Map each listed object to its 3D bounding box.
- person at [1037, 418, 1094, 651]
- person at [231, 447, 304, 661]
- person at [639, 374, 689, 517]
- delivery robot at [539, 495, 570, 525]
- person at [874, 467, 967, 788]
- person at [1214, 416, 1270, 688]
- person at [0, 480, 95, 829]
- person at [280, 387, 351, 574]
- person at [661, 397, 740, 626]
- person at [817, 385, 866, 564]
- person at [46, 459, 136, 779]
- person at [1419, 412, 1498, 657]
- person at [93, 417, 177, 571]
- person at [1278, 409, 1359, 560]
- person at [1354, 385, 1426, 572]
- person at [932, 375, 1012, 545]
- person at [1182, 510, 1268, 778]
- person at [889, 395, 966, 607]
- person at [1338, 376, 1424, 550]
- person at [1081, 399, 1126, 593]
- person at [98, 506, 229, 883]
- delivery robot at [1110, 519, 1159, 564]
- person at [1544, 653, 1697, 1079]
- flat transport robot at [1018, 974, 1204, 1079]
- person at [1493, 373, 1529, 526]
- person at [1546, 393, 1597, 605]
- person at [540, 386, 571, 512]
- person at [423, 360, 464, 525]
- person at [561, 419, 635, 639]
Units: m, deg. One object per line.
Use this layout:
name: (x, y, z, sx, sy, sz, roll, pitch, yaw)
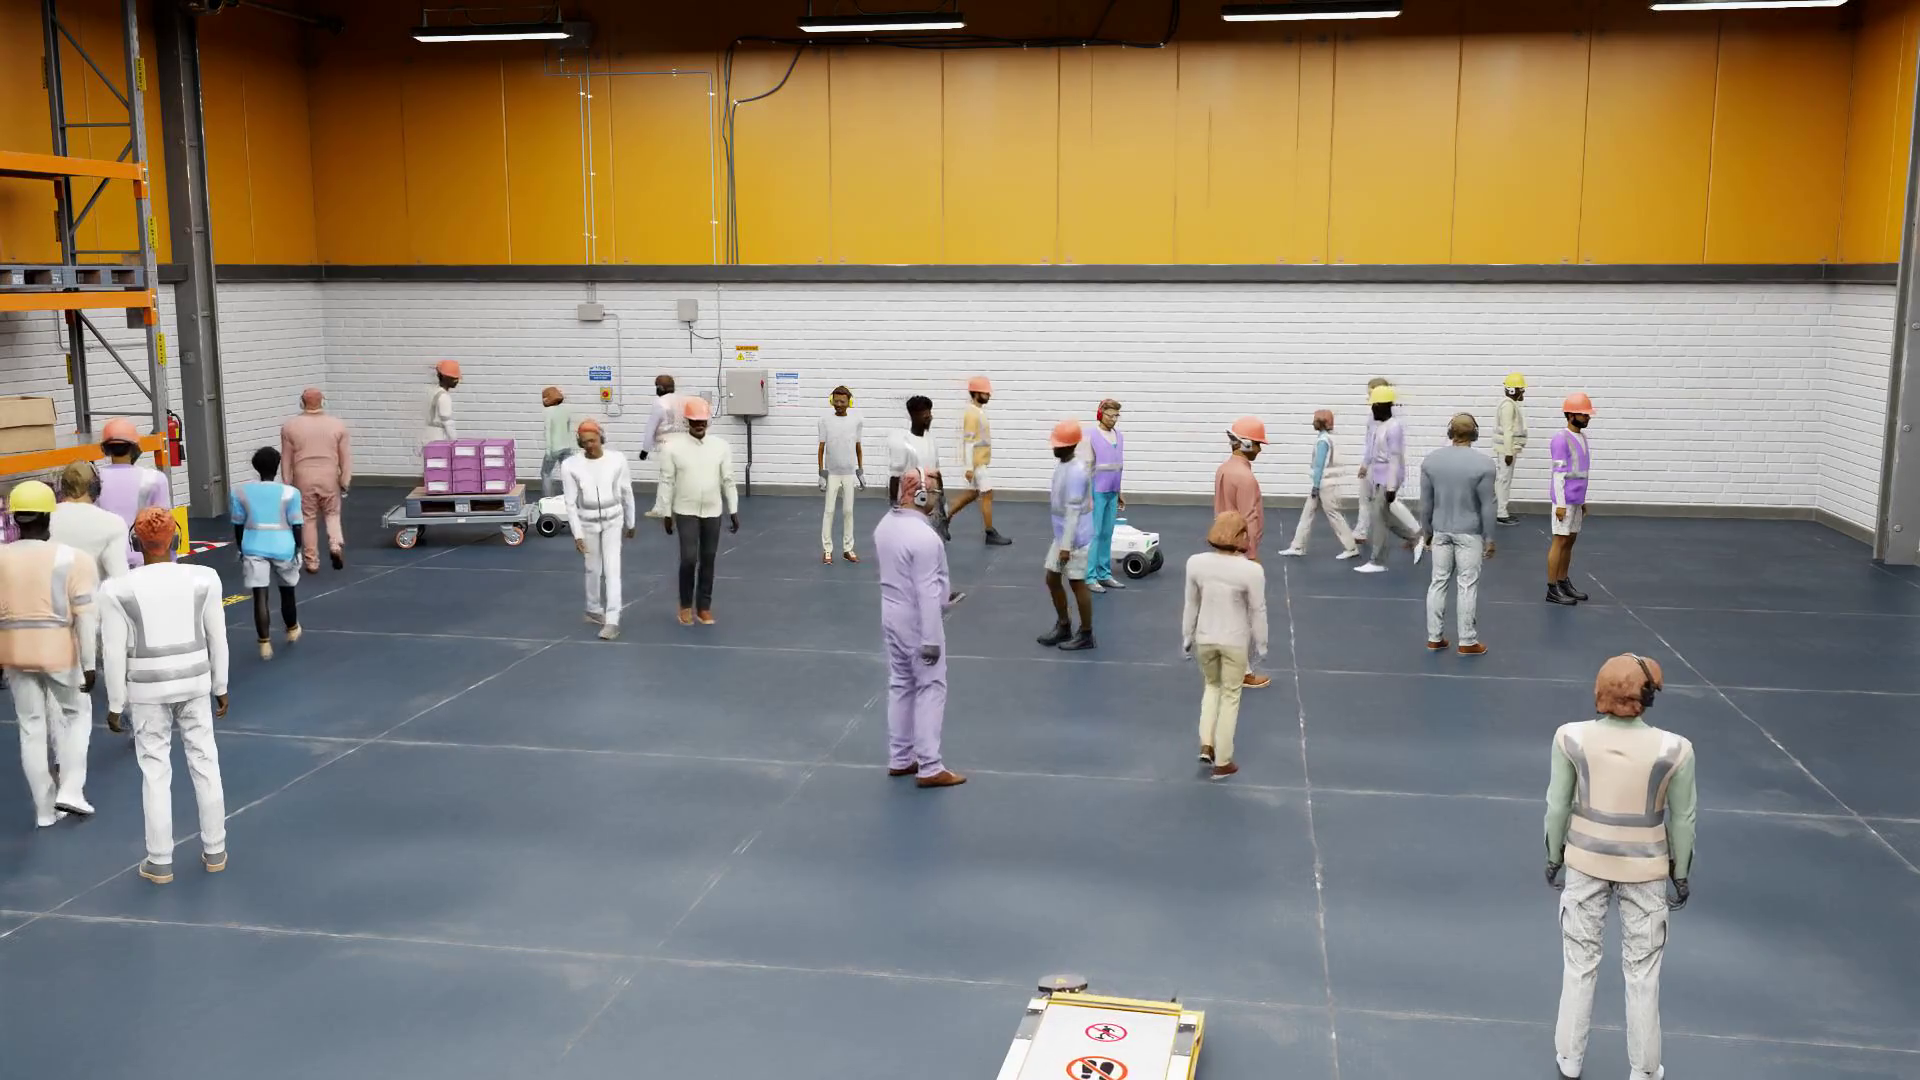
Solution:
person: (0.870, -0.033, 13.213, 0.519, 1.896, 0.586, -2, 9, -14)
person: (-5.473, 0.086, 13.208, 0.545, 1.643, 0.862, -2, 9, -15)
person: (-3.512, -1.119, 20.331, 0.924, 1.809, 0.610, 4, 10, 23)
delivery robot: (-4.485, -0.377, 19.214, 0.707, 0.478, 0.477, -1, 9, -4)
person: (-0.247, 0.509, 9.849, 0.425, 1.903, 0.664, -5, 10, -28)
person: (2.062, 0.083, 12.223, 0.392, 1.986, 0.609, -2, 9, -12)
person: (-5.011, 0.630, 9.079, 0.585, 1.911, 0.417, -2, 9, -13)
person: (-6.478, -0.593, 16.727, 0.651, 1.893, 0.443, -5, 10, -27)
person: (-2.214, -0.238, 14.223, 0.630, 1.973, 0.506, -4, 10, -26)
person: (-1.236, -0.679, 17.345, 0.519, 1.861, 0.325, -3, 10, -19)
person: (-5.358, 0.448, 10.255, 0.656, 1.893, 0.985, 0, 9, -2)
person: (3.935, -0.039, 13.157, 0.643, 1.937, 0.358, 8, 12, 42)
person: (-5.999, 0.120, 11.972, 0.620, 2.009, 0.996, -2, 9, -13)
person: (3.848, -0.587, 17.586, 0.847, 1.597, 0.527, 2, 9, 14)
person: (4.387, -0.610, 16.794, 0.675, 1.903, 0.595, 0, 9, 1)
person: (0.118, -0.889, 18.507, 0.866, 1.913, 0.550, 2, 9, 10)
person: (1.602, 0.623, 10.007, 0.521, 1.617, 0.374, 6, 11, 33)
person: (-0.279, -0.336, 14.994, 0.941, 1.923, 0.630, 6, 11, 31)
person: (4.666, -0.833, 18.184, 0.914, 1.911, 0.632, 3, 10, 16)
person: (1.356, -0.428, 15.851, 0.388, 1.837, 0.564, 8, 12, 39)
person: (-3.948, 0.767, 8.300, 0.573, 1.882, 0.355, -7, 11, -37)
delivery robot: (1.621, 0.029, 16.698, 0.707, 0.478, 0.477, 4, 10, 25)
person: (2.438, 1.231, 6.177, 0.522, 1.636, 0.310, 4, 10, 26)
flat transport robot: (0.492, 1.948, 5.955, 0.652, 0.197, 1.431, 2, 9, 13)
person: (6.622, -1.099, 20.029, 0.403, 1.832, 0.593, 3, 10, 17)
person: (5.609, -0.380, 15.247, 0.362, 1.938, 0.545, 8, 12, 40)
person: (-5.094, -1.115, 20.808, 0.662, 1.604, 0.516, 5, 11, 30)
person: (-6.111, -1.161, 19.934, 0.963, 1.985, 0.642, -4, 10, -24)
person: (-3.030, -0.117, 13.983, 0.590, 1.838, 0.829, -2, 9, -14)
